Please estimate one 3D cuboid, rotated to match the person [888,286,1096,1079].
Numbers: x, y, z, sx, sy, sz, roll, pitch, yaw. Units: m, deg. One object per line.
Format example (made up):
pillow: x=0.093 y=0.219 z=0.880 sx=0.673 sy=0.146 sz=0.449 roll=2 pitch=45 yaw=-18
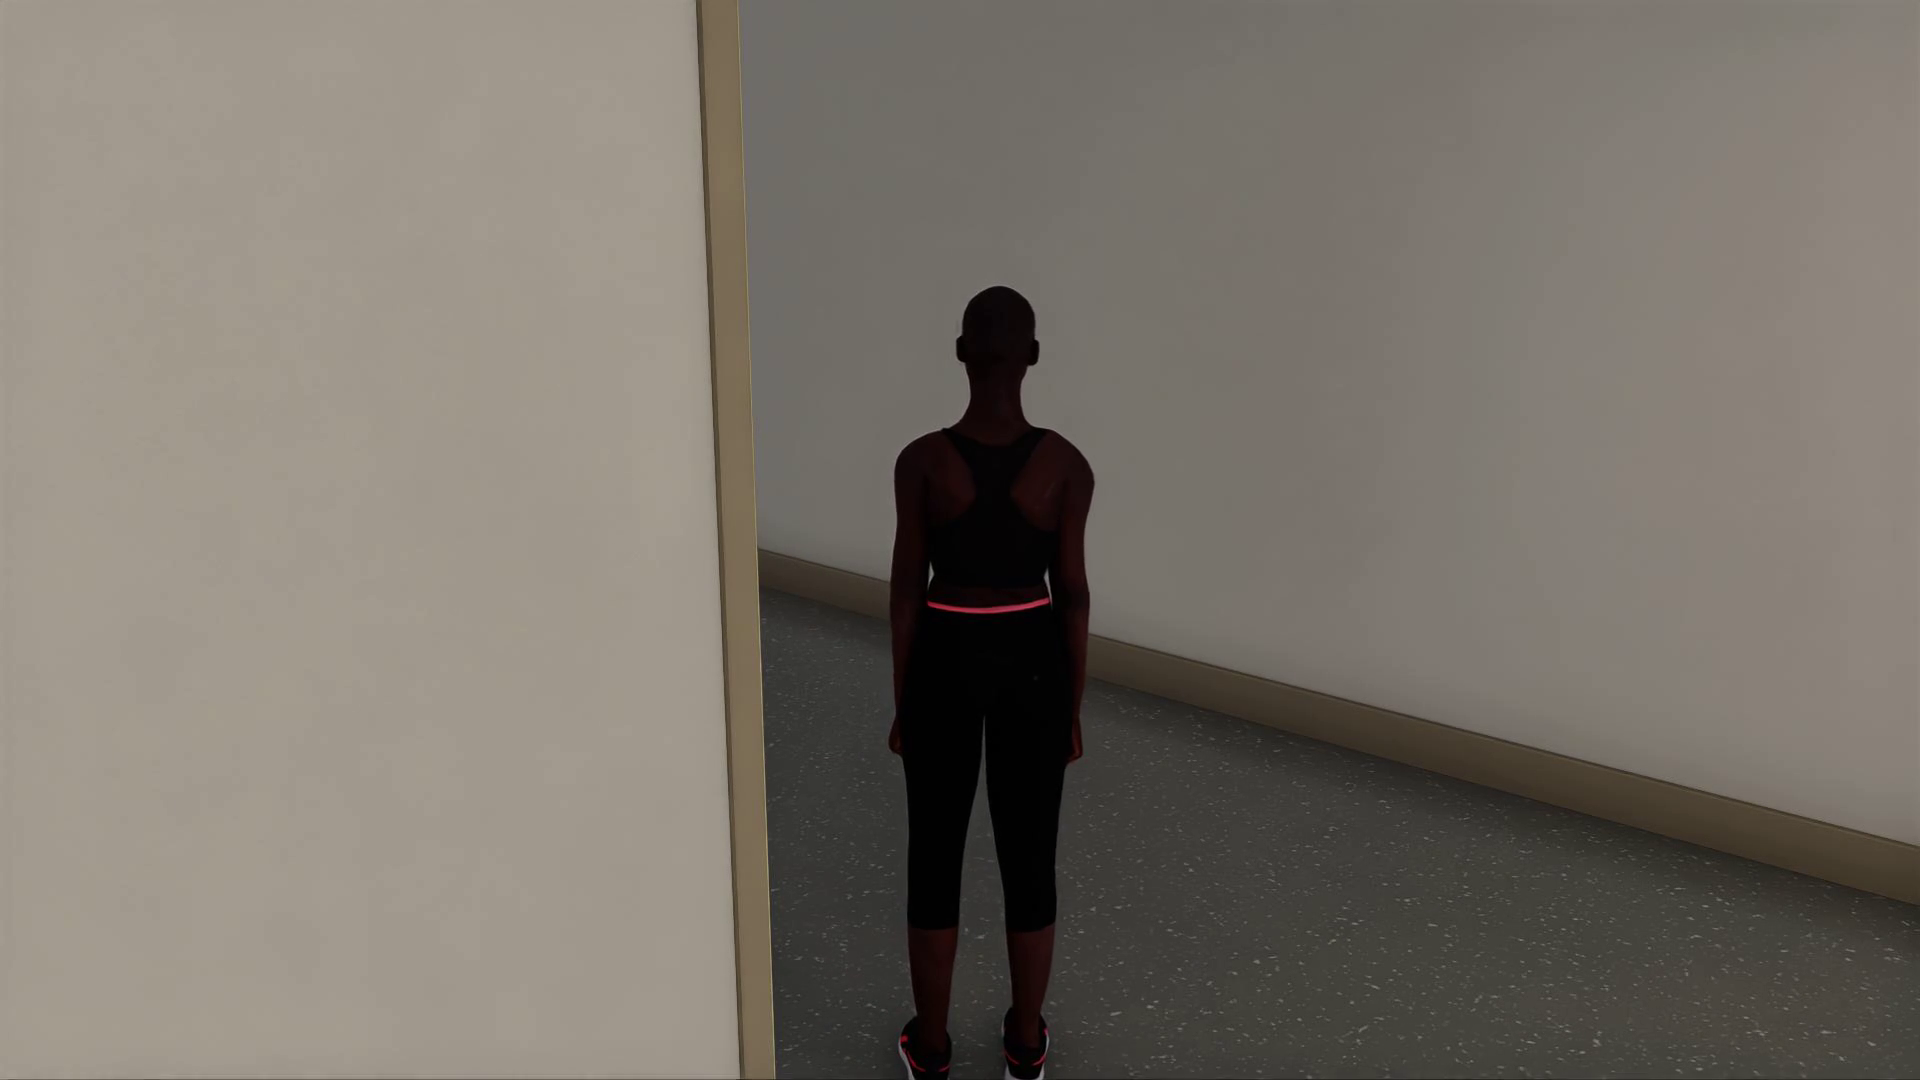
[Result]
person: x=0.055 y=0.344 z=3.513 sx=0.670 sy=1.757 sz=0.726 roll=-1 pitch=16 yaw=-3
